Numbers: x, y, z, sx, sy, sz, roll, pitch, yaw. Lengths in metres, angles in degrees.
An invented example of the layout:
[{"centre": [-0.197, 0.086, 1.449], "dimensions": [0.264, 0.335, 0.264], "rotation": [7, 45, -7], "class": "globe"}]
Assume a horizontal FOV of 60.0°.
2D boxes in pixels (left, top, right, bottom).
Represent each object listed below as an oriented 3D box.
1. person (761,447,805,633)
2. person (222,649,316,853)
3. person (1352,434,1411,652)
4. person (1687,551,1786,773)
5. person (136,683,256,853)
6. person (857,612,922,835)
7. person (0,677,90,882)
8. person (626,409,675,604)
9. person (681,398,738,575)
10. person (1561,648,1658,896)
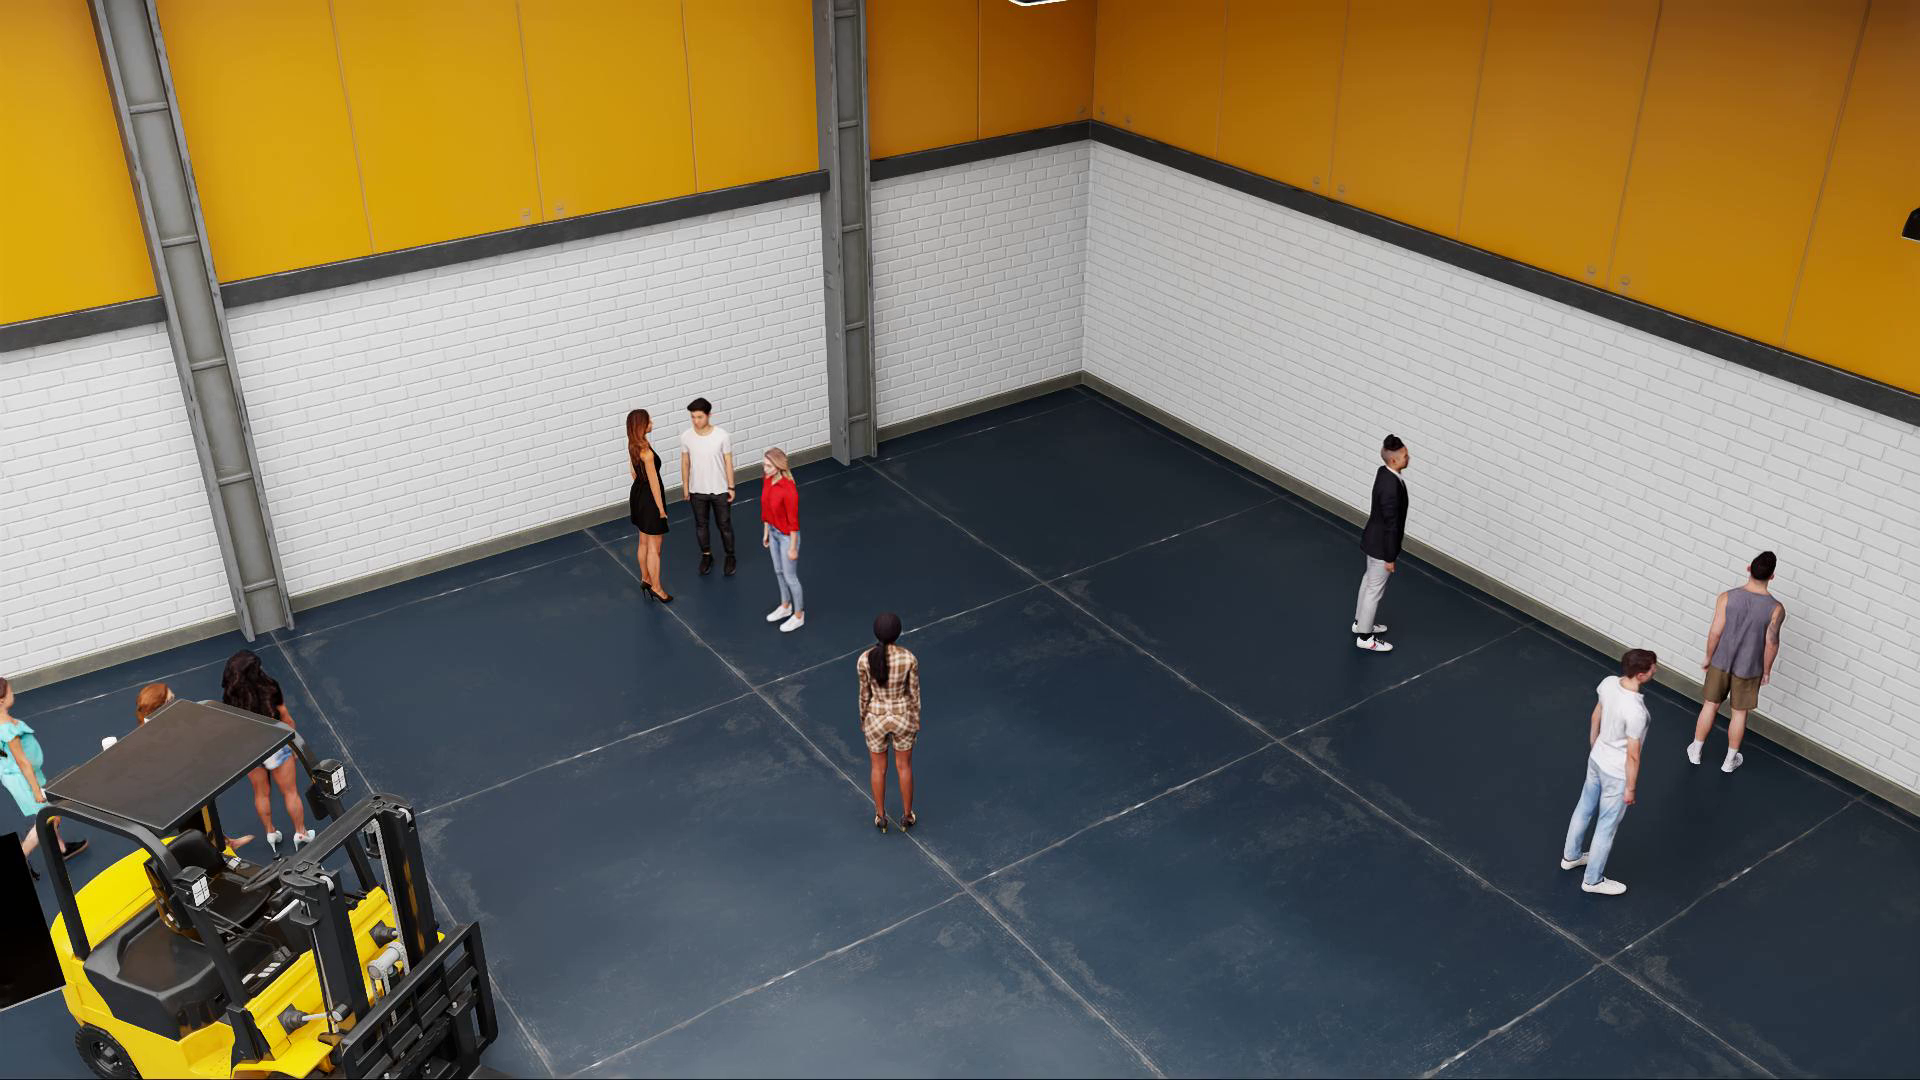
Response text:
[{"centre": [-1.497, -0.028, 14.136], "dimensions": [0.528, 1.704, 0.620], "rotation": [-21, 35, -33], "class": "person"}, {"centre": [-4.785, 1.463, 11.484], "dimensions": [0.645, 1.627, 0.721], "rotation": [0, 29, 0], "class": "person"}, {"centre": [3.517, -0.012, 13.851], "dimensions": [0.831, 1.950, 0.791], "rotation": [3, 29, 5], "class": "person"}, {"centre": [5.764, 0.904, 12.351], "dimensions": [0.712, 1.844, 0.710], "rotation": [15, 32, 26], "class": "person"}, {"centre": [-5.249, 1.704, 11.086], "dimensions": [0.863, 1.584, 1.106], "rotation": [15, 32, 26], "class": "person"}, {"centre": [-0.491, 1.288, 11.630], "dimensions": [0.657, 1.793, 0.740], "rotation": [1, 29, 1], "class": "person"}, {"centre": [-6.368, 1.635, 11.248], "dimensions": [0.672, 1.551, 0.858], "rotation": [24, 37, 37], "class": "person"}, {"centre": [-2.717, -0.294, 14.486], "dimensions": [0.507, 1.835, 0.567], "rotation": [-19, 34, -31], "class": "person"}, {"centre": [-2.251, -0.502, 14.996], "dimensions": [0.686, 1.714, 0.763], "rotation": [2, 29, 4], "class": "person"}, {"centre": [4.366, 1.520, 11.145], "dimensions": [0.704, 1.851, 0.736], "rotation": [-5, 29, -8], "class": "person"}]
